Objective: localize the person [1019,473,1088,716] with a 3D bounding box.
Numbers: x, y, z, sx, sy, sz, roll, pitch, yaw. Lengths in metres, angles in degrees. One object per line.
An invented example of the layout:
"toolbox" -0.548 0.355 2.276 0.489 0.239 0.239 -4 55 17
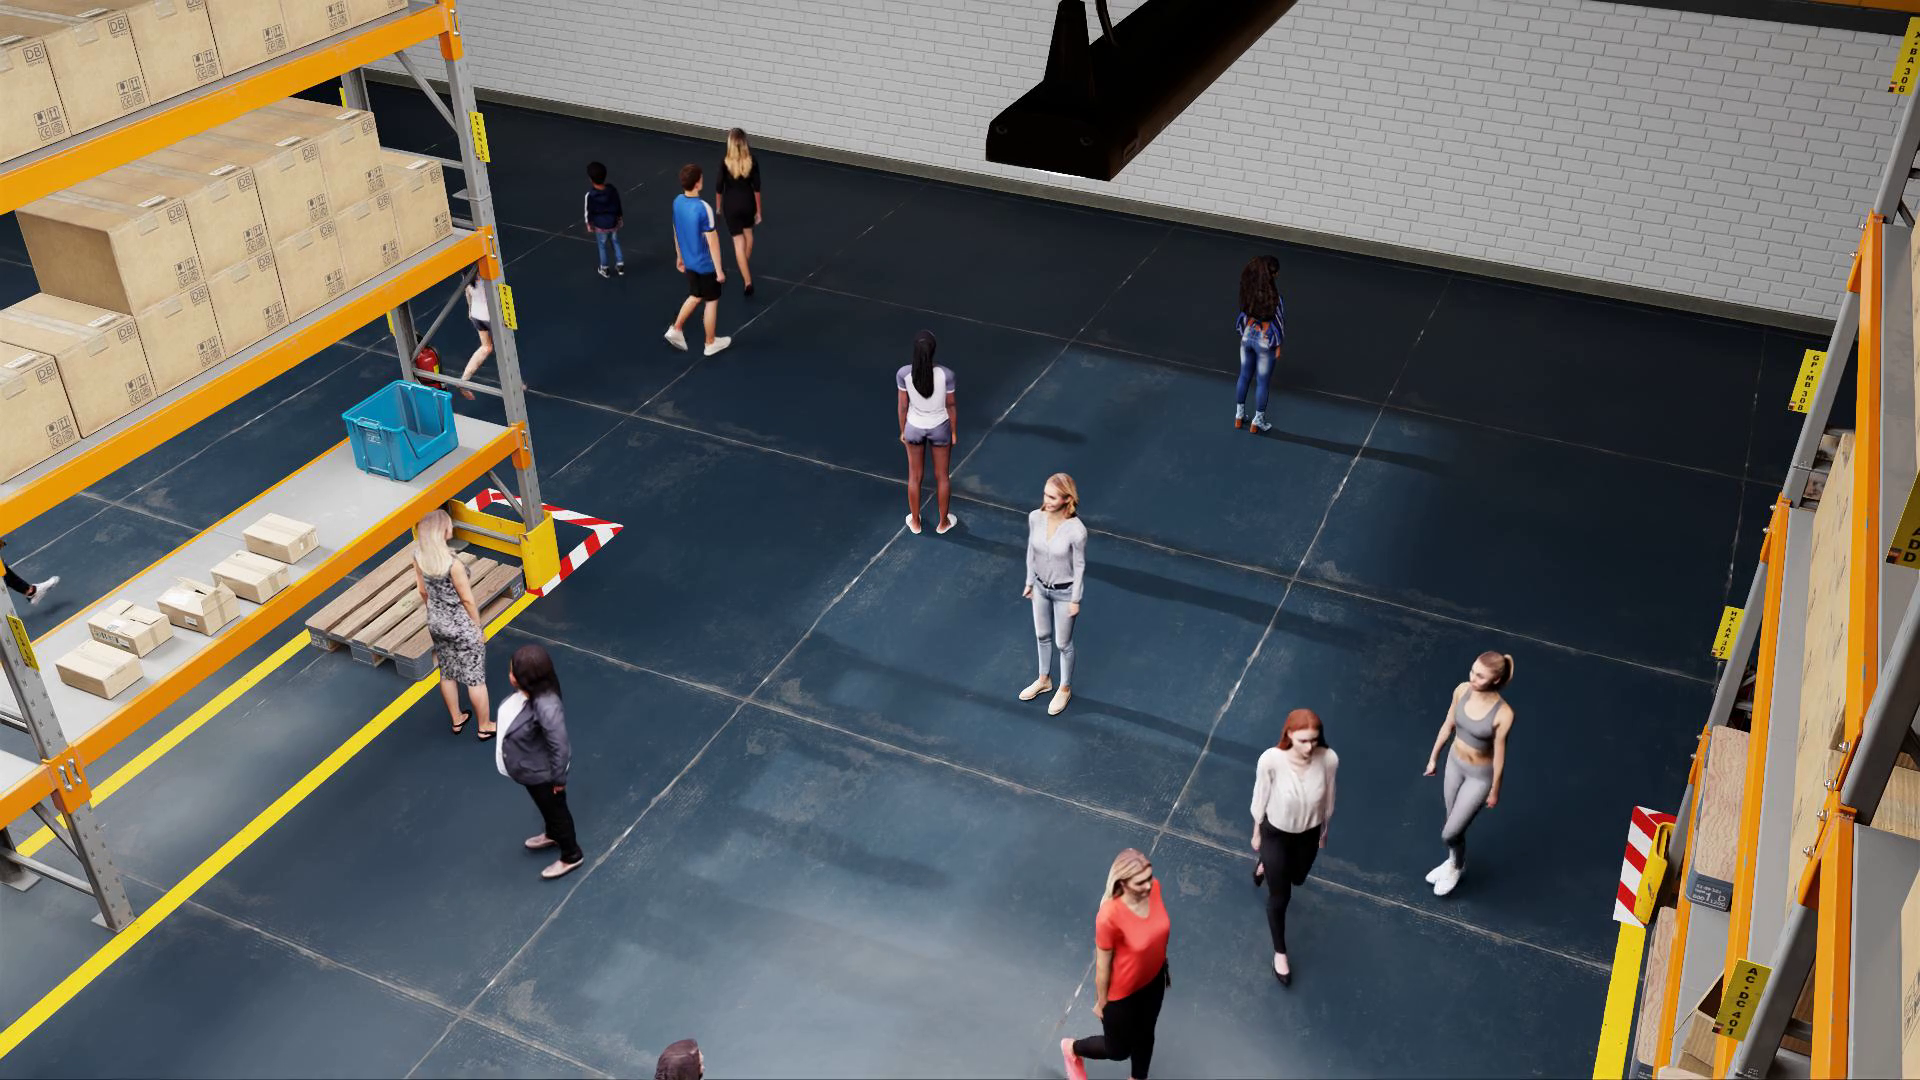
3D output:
"person" 0.623 0.337 10.900 0.636 1.796 0.586 24 41 32

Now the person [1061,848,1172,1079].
"person" 0.789 2.161 8.257 0.827 1.683 0.865 28 43 35

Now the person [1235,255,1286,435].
"person" 2.533 -1.666 14.076 0.659 1.616 0.674 -29 43 -36

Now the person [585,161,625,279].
"person" -3.578 -3.224 16.776 0.613 1.223 0.689 -16 37 -22

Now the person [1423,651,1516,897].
"person" 2.976 1.314 9.525 0.741 1.691 0.699 -19 38 -26

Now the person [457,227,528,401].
"person" -4.137 -1.933 14.411 0.693 1.691 0.927 22 39 30

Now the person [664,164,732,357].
"person" -2.424 -2.501 15.120 0.803 1.852 1.002 25 41 33

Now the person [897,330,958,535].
"person" -0.250 -0.820 12.708 0.685 1.722 0.685 2 34 4

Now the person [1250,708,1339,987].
"person" 1.781 1.569 9.098 0.947 1.738 1.119 -3 34 -4

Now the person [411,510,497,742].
"person" -3.249 0.562 10.646 0.560 1.702 0.485 15 37 22

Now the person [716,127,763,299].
"person" -2.144 -3.168 16.331 1.041 1.621 1.084 -12 36 -18

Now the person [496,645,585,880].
"person" -2.426 1.264 9.684 0.846 1.598 0.799 -15 37 -22
